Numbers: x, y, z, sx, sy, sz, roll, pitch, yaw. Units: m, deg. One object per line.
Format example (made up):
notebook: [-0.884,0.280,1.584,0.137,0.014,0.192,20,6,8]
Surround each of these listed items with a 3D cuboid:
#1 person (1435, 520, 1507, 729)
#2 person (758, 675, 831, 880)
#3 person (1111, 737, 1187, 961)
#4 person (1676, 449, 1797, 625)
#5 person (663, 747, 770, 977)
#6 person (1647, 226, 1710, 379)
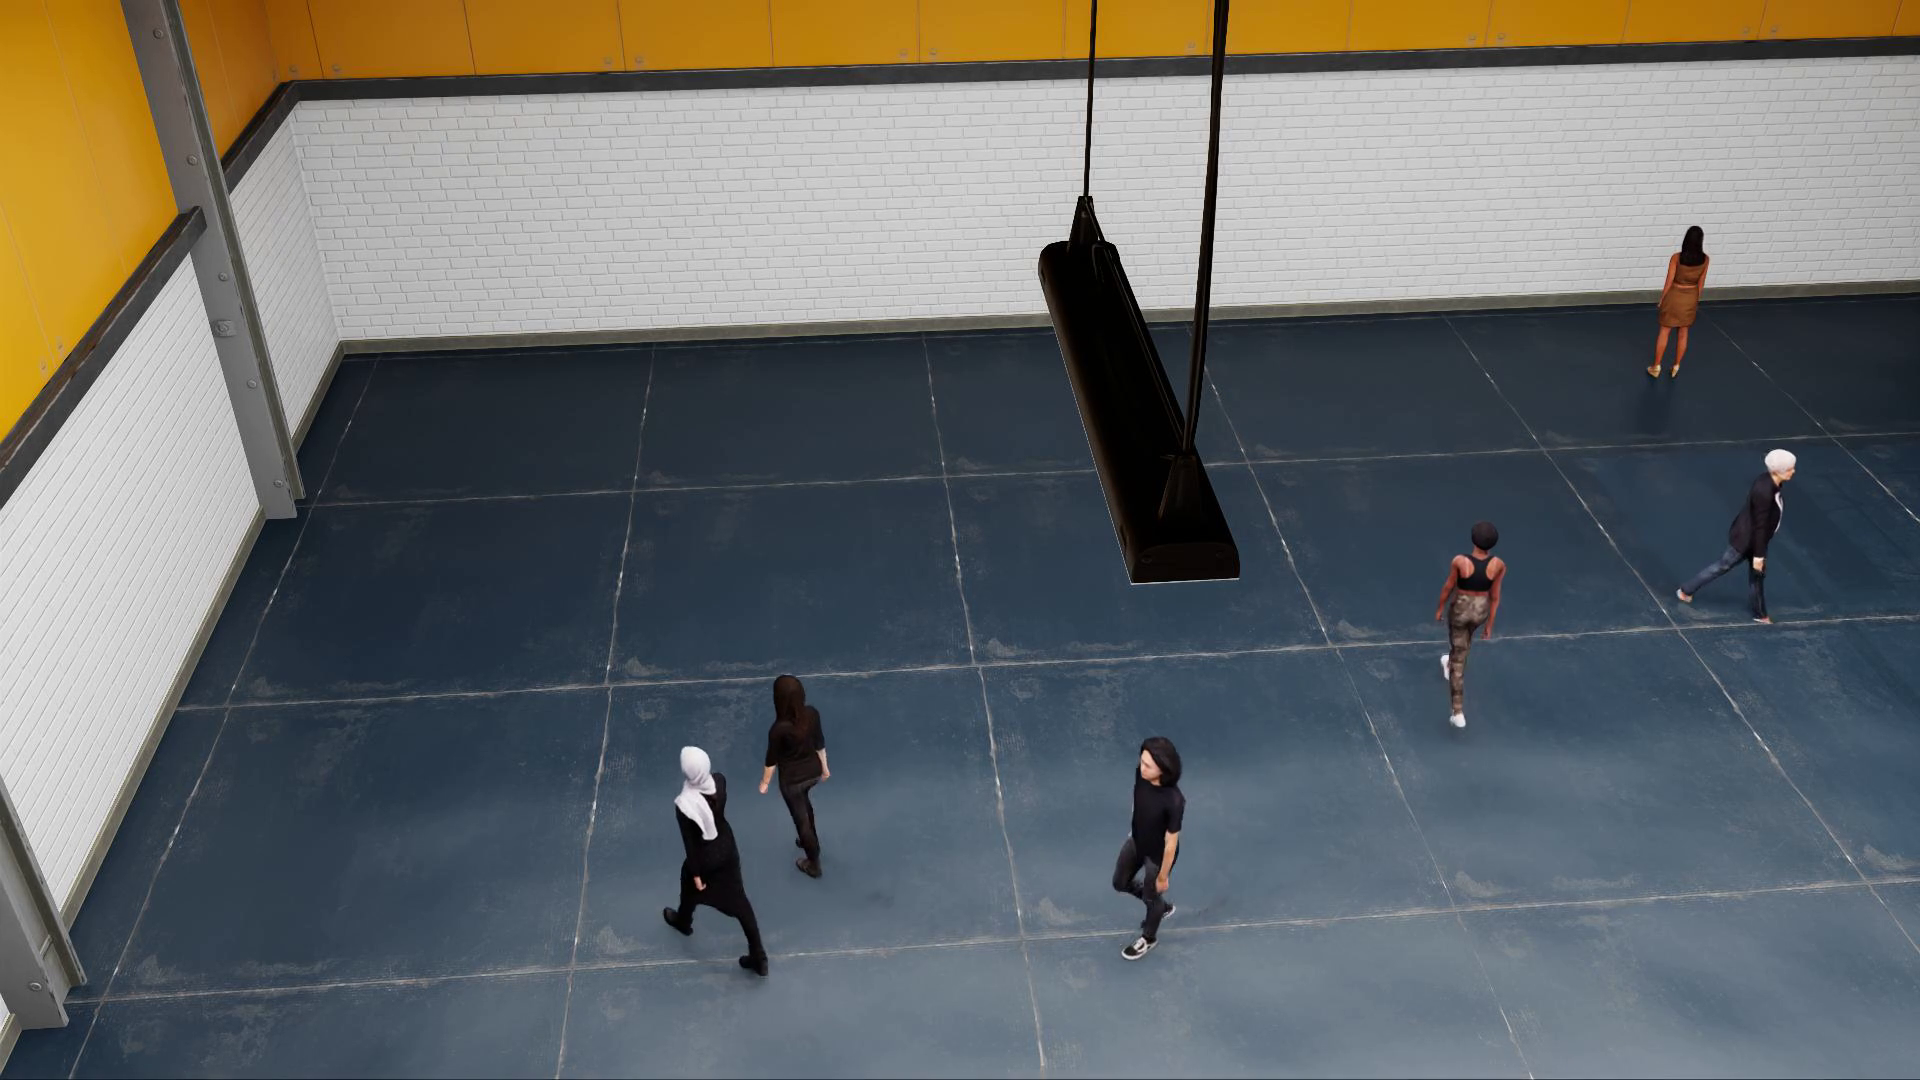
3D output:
person: [3.903,0.659,12.764,0.770,1.653,1.270,4,34,6]
person: [-1.033,1.643,11.308,0.790,1.627,0.730,25,41,32]
person: [1.305,1.939,10.682,0.849,1.826,0.761,-16,37,-22]
person: [6.506,-0.017,13.984,1.183,1.747,1.239,23,40,30]
person: [-1.507,2.074,10.564,1.173,1.731,1.108,26,41,33]
person: [7.562,-2.497,17.482,0.584,1.686,0.538,1,34,1]
